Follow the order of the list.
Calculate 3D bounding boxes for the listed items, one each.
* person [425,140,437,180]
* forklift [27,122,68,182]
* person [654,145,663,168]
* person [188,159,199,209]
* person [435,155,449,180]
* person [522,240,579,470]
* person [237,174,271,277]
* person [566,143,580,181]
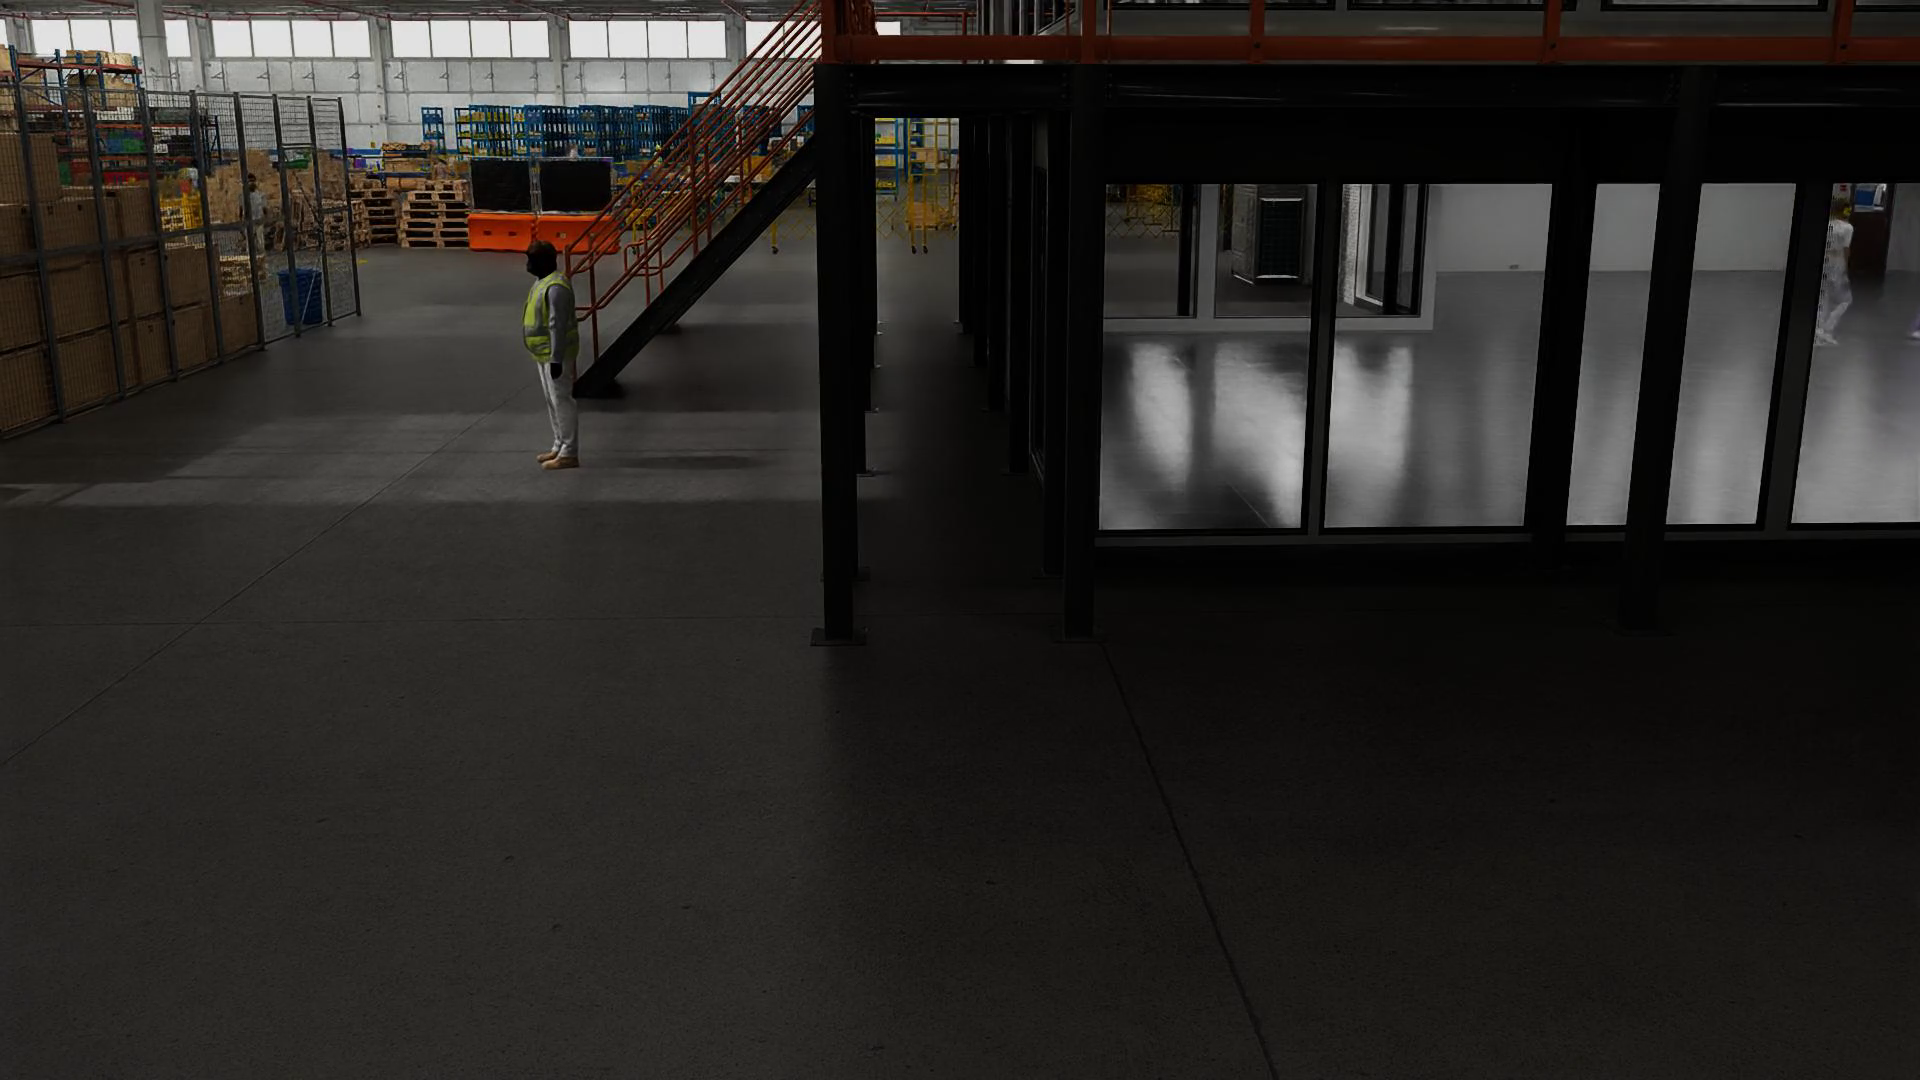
[{"bbox_3d":[-26.305,-18.858,82.605,1.012,1.960,0.623,-5,15,-19],"label":"person"},{"bbox_3d":[-35.376,-14.773,64.377,1.129,2.768,1.873,-1,14,-2],"label":"forklift"},{"bbox_3d":[-13.274,-16.443,73.179,0.403,1.830,0.600,-2,14,-8],"label":"person"},{"bbox_3d":[-23.971,-11.118,52.223,0.538,1.674,0.727,0,14,1],"label":"person"},{"bbox_3d":[-17.225,-11.943,55.409,0.554,1.725,0.463,2,14,9],"label":"person"},{"bbox_3d":[-3.298,-1.490,13.425,0.431,1.836,0.619,-7,16,-26],"label":"person"},{"bbox_3d":[-12.839,-5.712,30.240,0.506,1.862,0.331,-9,17,-31],"label":"person"},{"bbox_3d":[-17.496,-17.055,75.505,0.793,1.883,0.650,3,14,10],"label":"person"}]
